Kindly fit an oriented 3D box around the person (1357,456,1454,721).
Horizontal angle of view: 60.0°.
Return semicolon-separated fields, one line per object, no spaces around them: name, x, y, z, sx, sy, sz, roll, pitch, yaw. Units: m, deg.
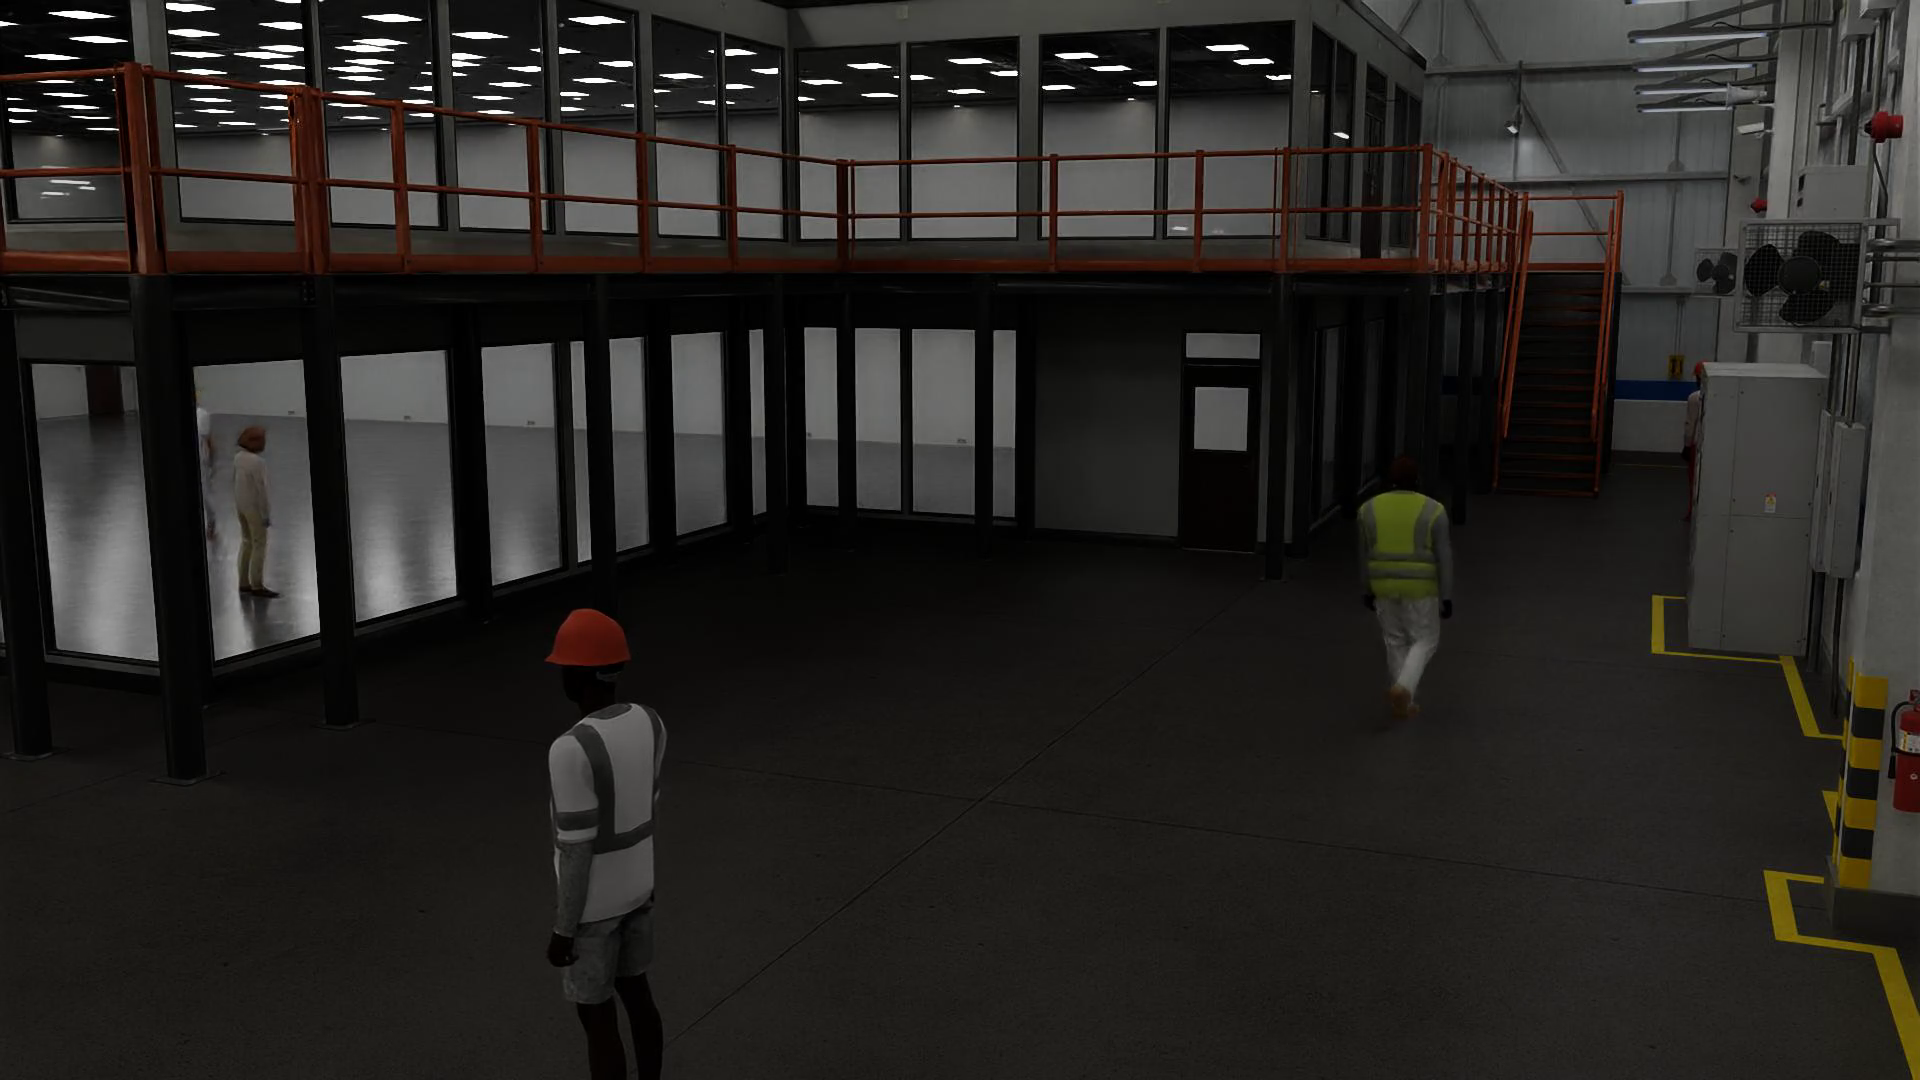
person;2.978;0.346;11.227;0.661;1.817;0.618;5;11;31

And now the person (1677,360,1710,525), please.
person;8.929;-1.162;20.012;0.608;1.987;0.405;-5;10;-28

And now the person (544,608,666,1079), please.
person;-1.224;1.188;5.641;0.360;1.936;0.552;4;10;21
